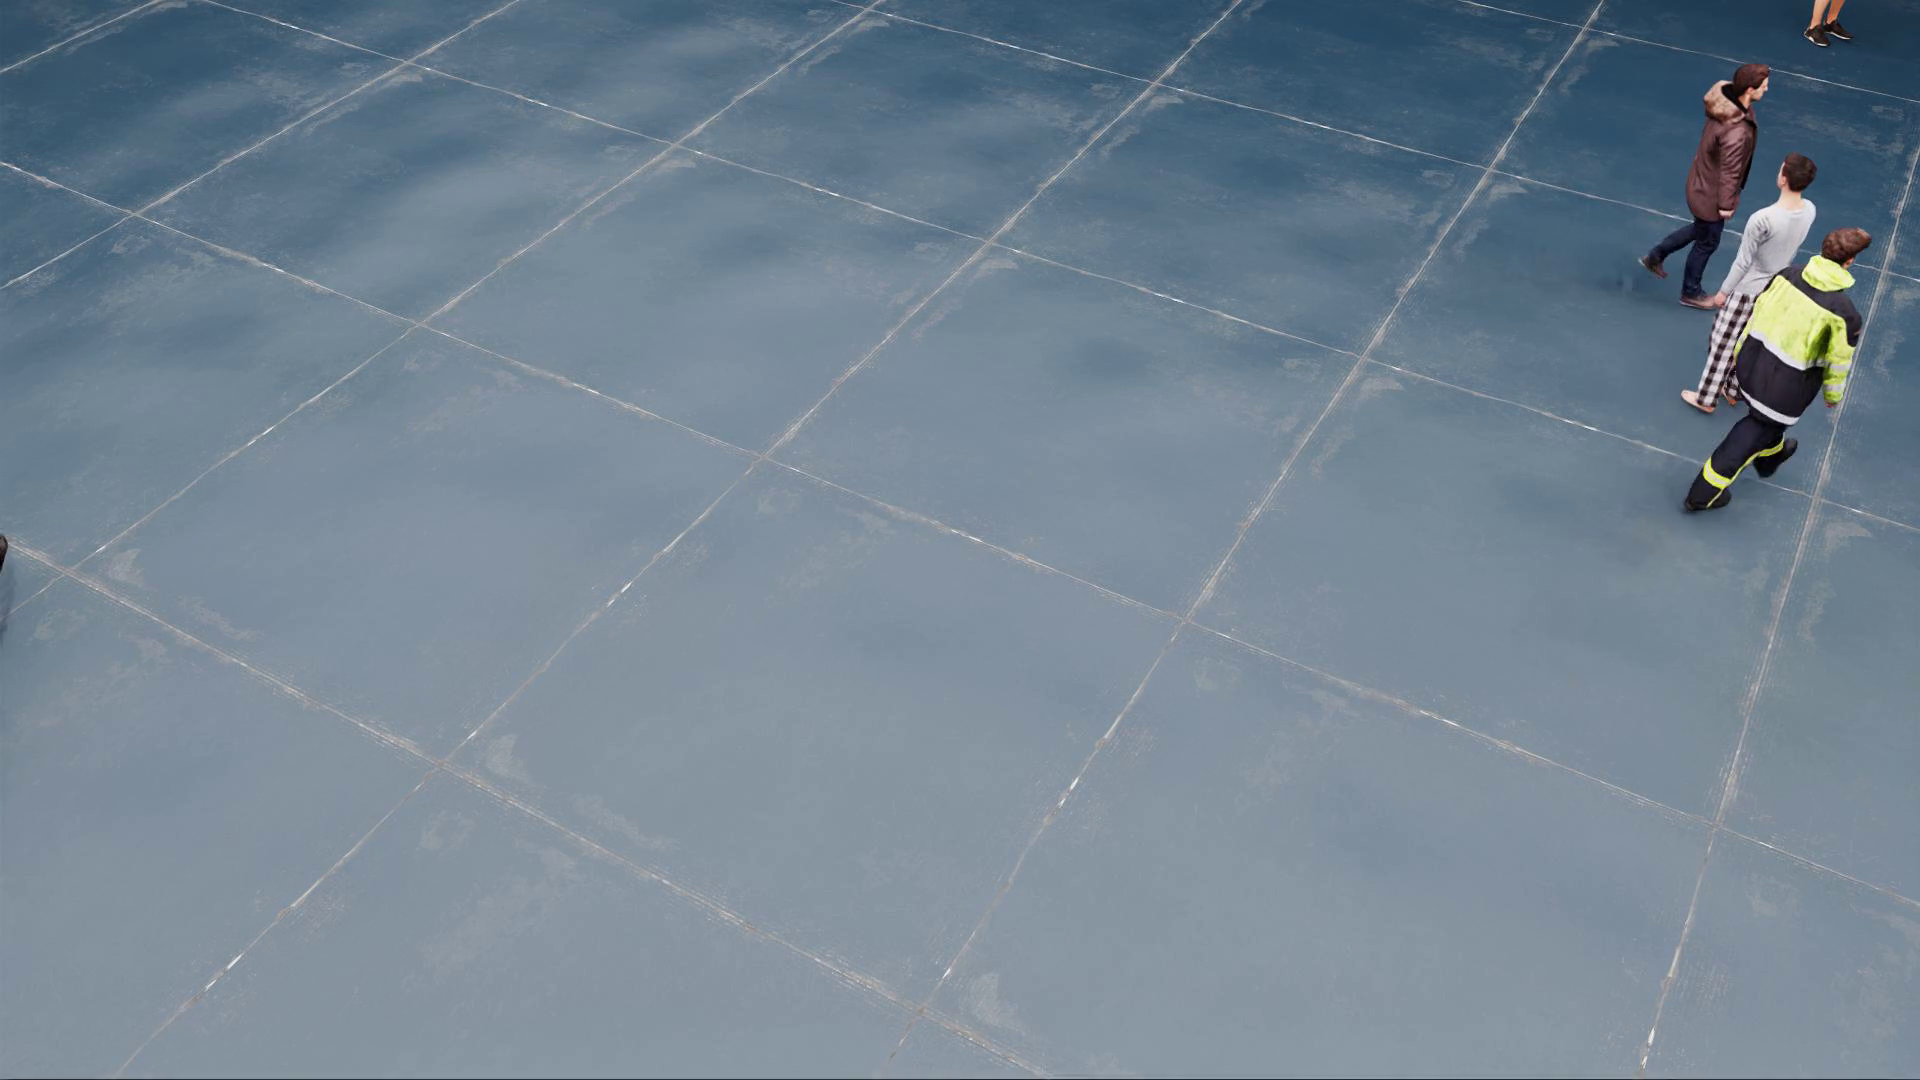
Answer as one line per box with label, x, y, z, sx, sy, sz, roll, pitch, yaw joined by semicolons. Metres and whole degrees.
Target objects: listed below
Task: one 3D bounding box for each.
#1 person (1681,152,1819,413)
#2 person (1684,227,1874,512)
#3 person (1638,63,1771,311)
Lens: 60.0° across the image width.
person;5.092;-1.622;10.639;0.677;1.847;0.760;-14;44;-15
person;4.776;-0.946;9.834;1.323;1.928;1.203;-16;45;-17
person;5.184;-2.458;11.567;0.927;1.836;0.886;11;43;12
